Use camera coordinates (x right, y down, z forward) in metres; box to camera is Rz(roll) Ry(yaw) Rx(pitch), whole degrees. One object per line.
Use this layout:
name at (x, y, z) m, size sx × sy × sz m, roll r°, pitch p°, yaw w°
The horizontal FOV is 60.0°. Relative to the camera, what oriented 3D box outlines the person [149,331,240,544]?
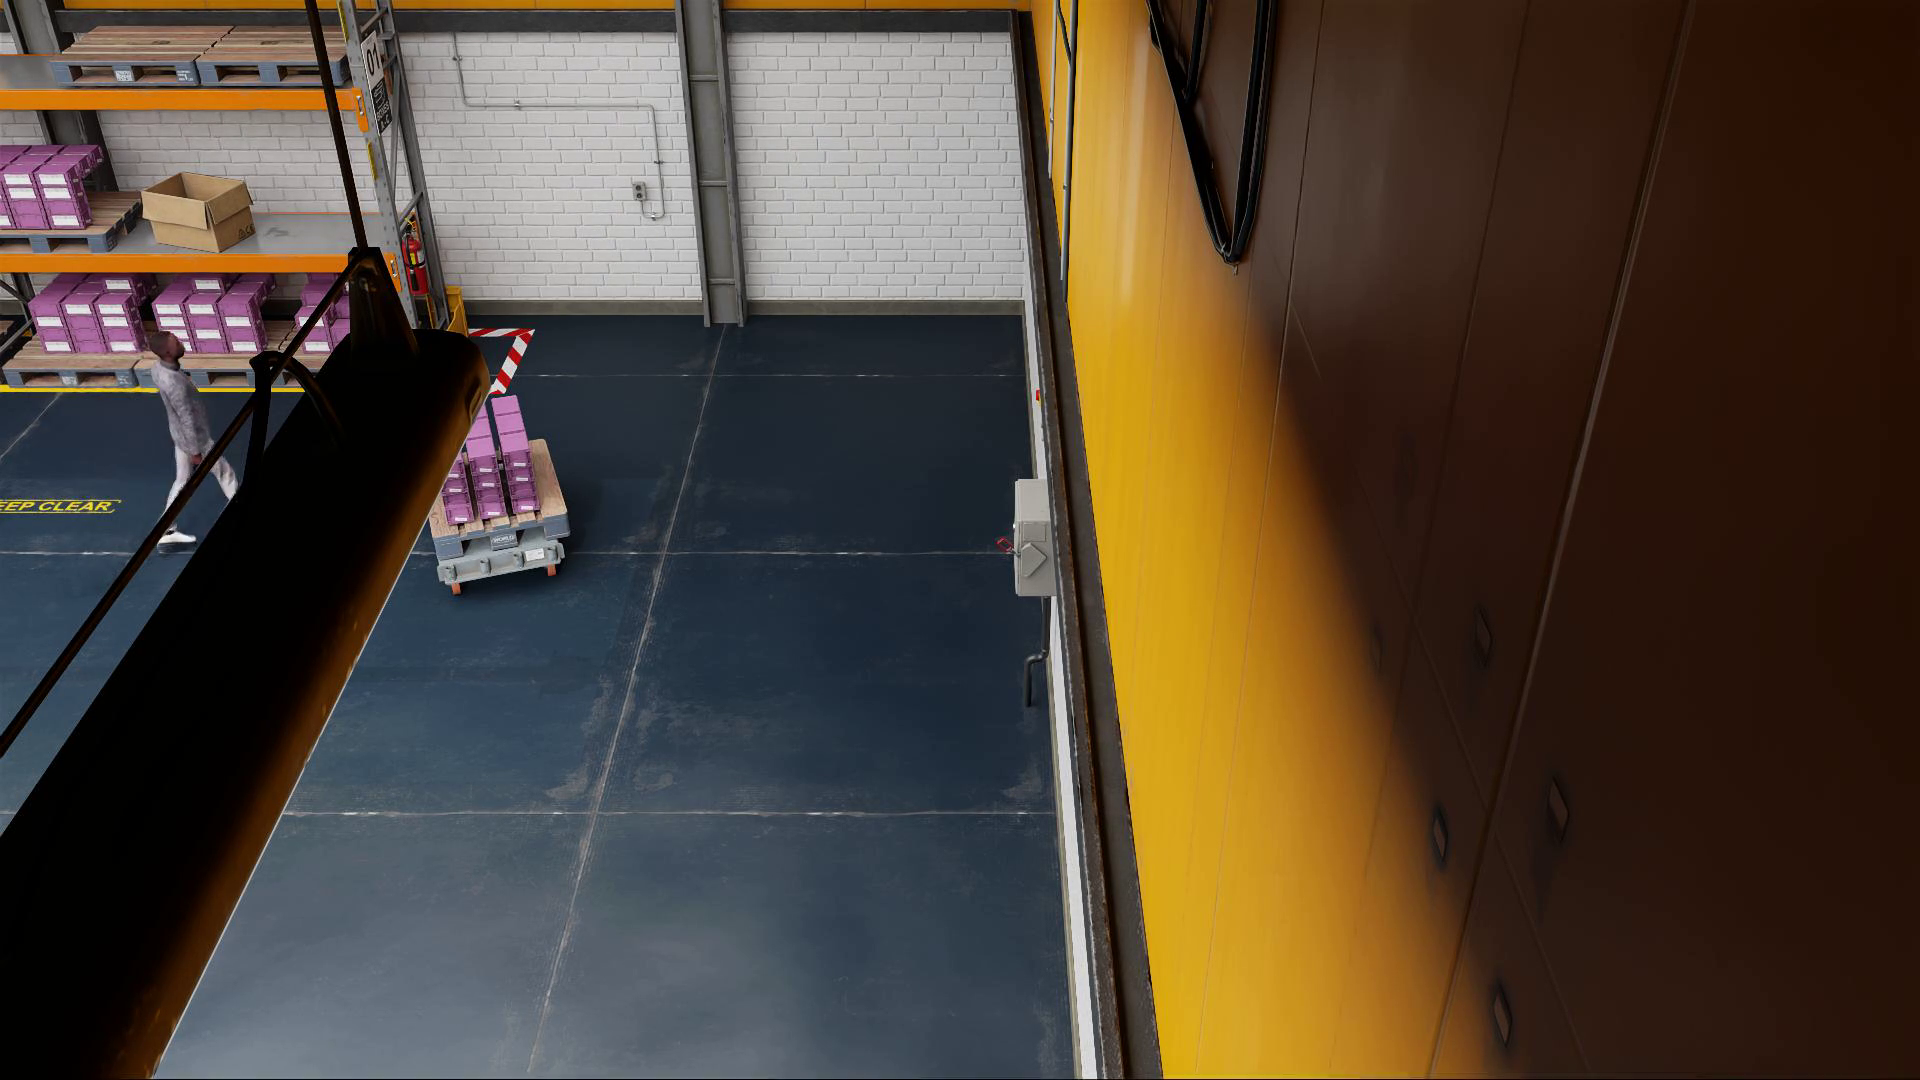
person at (-6.049, -0.752, 12.885) m, size 1.260 × 1.805 × 1.157 m, roll -25°, pitch 41°, yaw -32°
